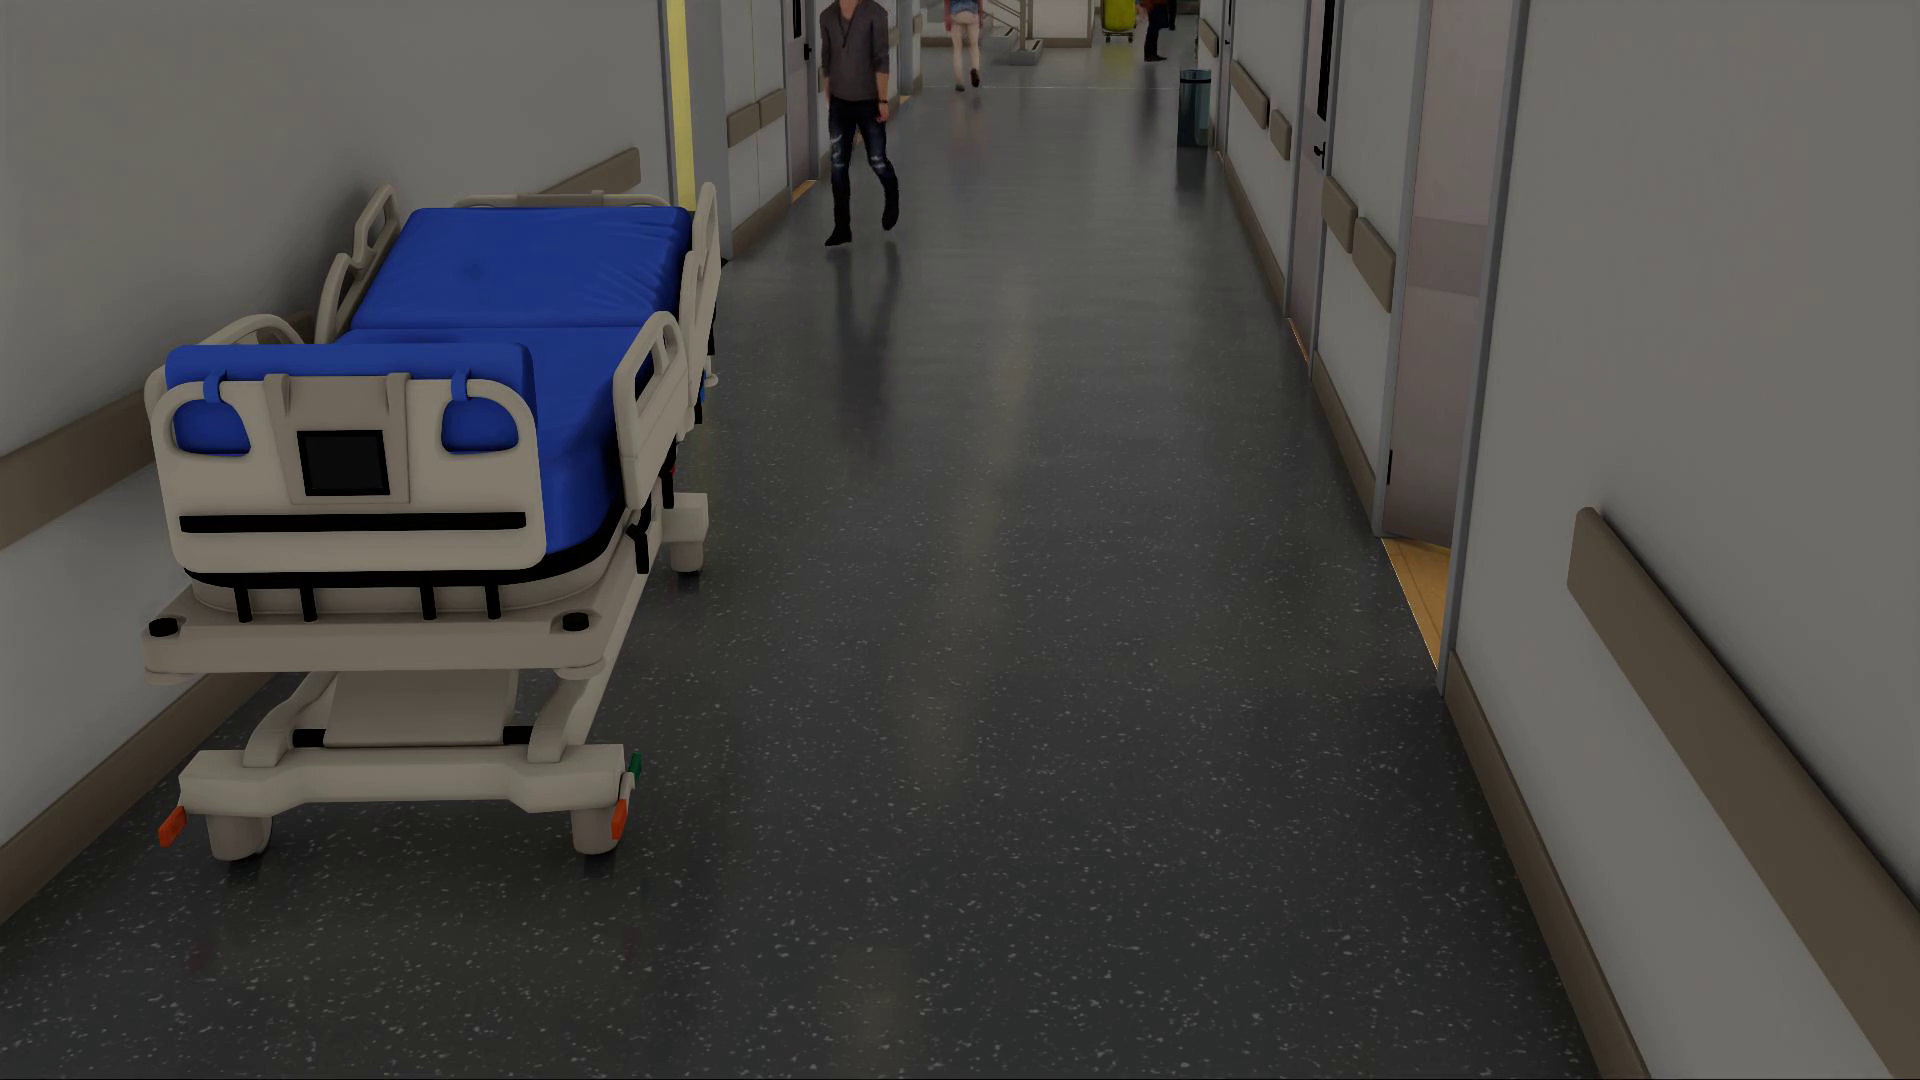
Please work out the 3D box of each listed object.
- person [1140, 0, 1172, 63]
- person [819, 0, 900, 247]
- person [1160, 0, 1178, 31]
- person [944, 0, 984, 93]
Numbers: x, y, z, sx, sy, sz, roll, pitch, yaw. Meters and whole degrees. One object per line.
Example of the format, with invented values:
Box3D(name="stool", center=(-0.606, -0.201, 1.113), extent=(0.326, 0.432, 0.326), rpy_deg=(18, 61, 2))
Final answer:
Box3D(name="person", center=(2.872, -8.051, 24.709), extent=(0.822, 1.805, 0.803), rpy_deg=(11, 23, 26))
Box3D(name="person", center=(-0.647, -2.949, 11.194), extent=(1.131, 1.877, 0.919), rpy_deg=(7, 22, 17))
Box3D(name="person", center=(3.996, -10.645, 31.597), extent=(0.765, 1.819, 0.831), rpy_deg=(15, 26, 35))
Box3D(name="person", center=(0.064, -6.499, 20.627), extent=(0.839, 1.835, 0.831), rpy_deg=(-3, 21, -8))
